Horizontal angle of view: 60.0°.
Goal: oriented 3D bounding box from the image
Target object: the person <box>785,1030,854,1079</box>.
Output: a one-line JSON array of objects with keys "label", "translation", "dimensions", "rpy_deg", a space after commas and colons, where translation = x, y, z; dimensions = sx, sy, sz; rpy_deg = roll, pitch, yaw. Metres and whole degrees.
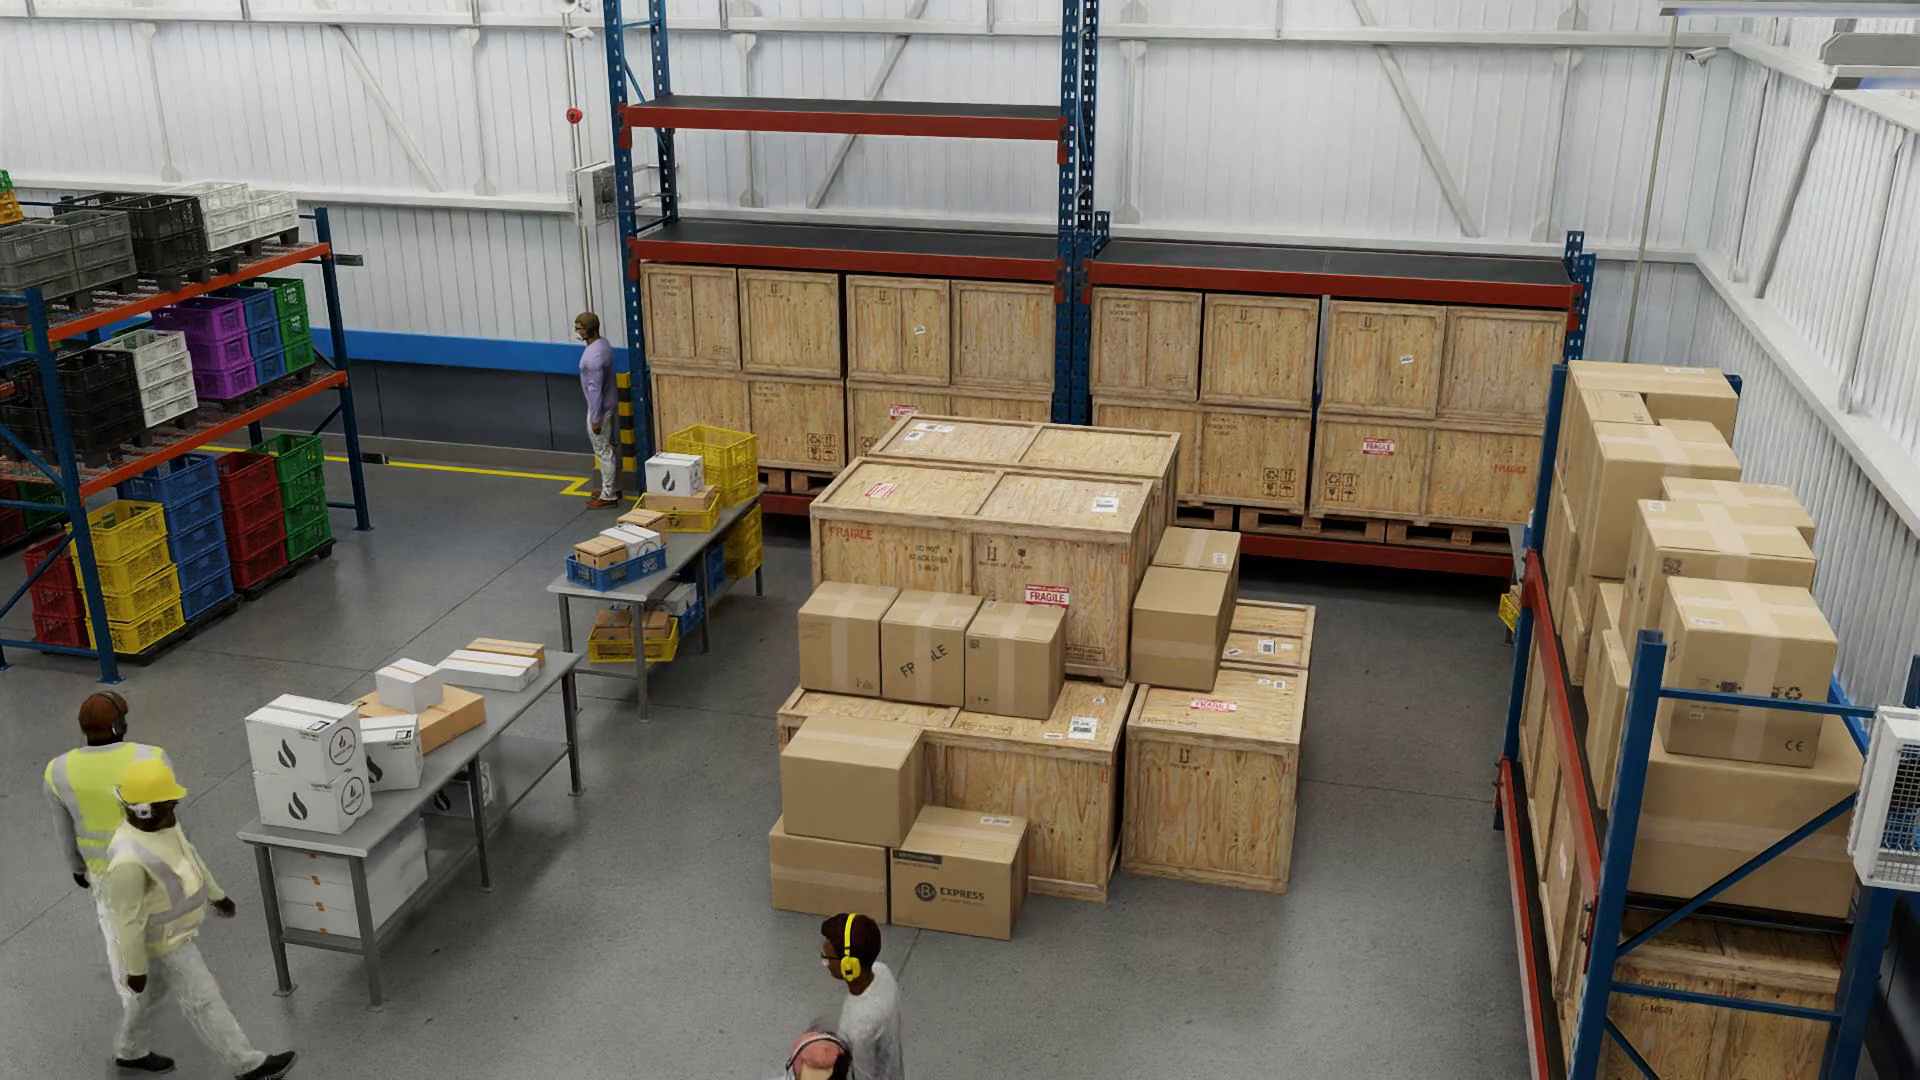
[{"label": "person", "translation": [-0.489, 2.585, 5.967], "dimensions": [0.640, 1.911, 0.410], "rpy_deg": [-6, 22, -15]}]

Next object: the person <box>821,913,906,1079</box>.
[{"label": "person", "translation": [-0.378, 2.330, 6.716], "dimensions": [0.329, 1.859, 0.517], "rpy_deg": [1, 21, 4]}]

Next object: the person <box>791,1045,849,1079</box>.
[{"label": "person", "translation": [-0.521, 2.641, 5.870], "dimensions": [0.621, 1.877, 0.782], "rpy_deg": [1, 21, 3]}]

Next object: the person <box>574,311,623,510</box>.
[{"label": "person", "translation": [-3.466, -1.253, 15.983], "dimensions": [0.374, 1.933, 0.625], "rpy_deg": [-1, 21, -4]}]

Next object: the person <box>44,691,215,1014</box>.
[{"label": "person", "translation": [-4.261, 1.632, 8.565], "dimensions": [0.619, 1.837, 0.430], "rpy_deg": [-4, 21, -10]}]

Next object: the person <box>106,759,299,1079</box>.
[{"label": "person", "translation": [-3.800, 1.856, 8.051], "dimensions": [0.864, 1.795, 0.598], "rpy_deg": [-5, 22, -14]}]
